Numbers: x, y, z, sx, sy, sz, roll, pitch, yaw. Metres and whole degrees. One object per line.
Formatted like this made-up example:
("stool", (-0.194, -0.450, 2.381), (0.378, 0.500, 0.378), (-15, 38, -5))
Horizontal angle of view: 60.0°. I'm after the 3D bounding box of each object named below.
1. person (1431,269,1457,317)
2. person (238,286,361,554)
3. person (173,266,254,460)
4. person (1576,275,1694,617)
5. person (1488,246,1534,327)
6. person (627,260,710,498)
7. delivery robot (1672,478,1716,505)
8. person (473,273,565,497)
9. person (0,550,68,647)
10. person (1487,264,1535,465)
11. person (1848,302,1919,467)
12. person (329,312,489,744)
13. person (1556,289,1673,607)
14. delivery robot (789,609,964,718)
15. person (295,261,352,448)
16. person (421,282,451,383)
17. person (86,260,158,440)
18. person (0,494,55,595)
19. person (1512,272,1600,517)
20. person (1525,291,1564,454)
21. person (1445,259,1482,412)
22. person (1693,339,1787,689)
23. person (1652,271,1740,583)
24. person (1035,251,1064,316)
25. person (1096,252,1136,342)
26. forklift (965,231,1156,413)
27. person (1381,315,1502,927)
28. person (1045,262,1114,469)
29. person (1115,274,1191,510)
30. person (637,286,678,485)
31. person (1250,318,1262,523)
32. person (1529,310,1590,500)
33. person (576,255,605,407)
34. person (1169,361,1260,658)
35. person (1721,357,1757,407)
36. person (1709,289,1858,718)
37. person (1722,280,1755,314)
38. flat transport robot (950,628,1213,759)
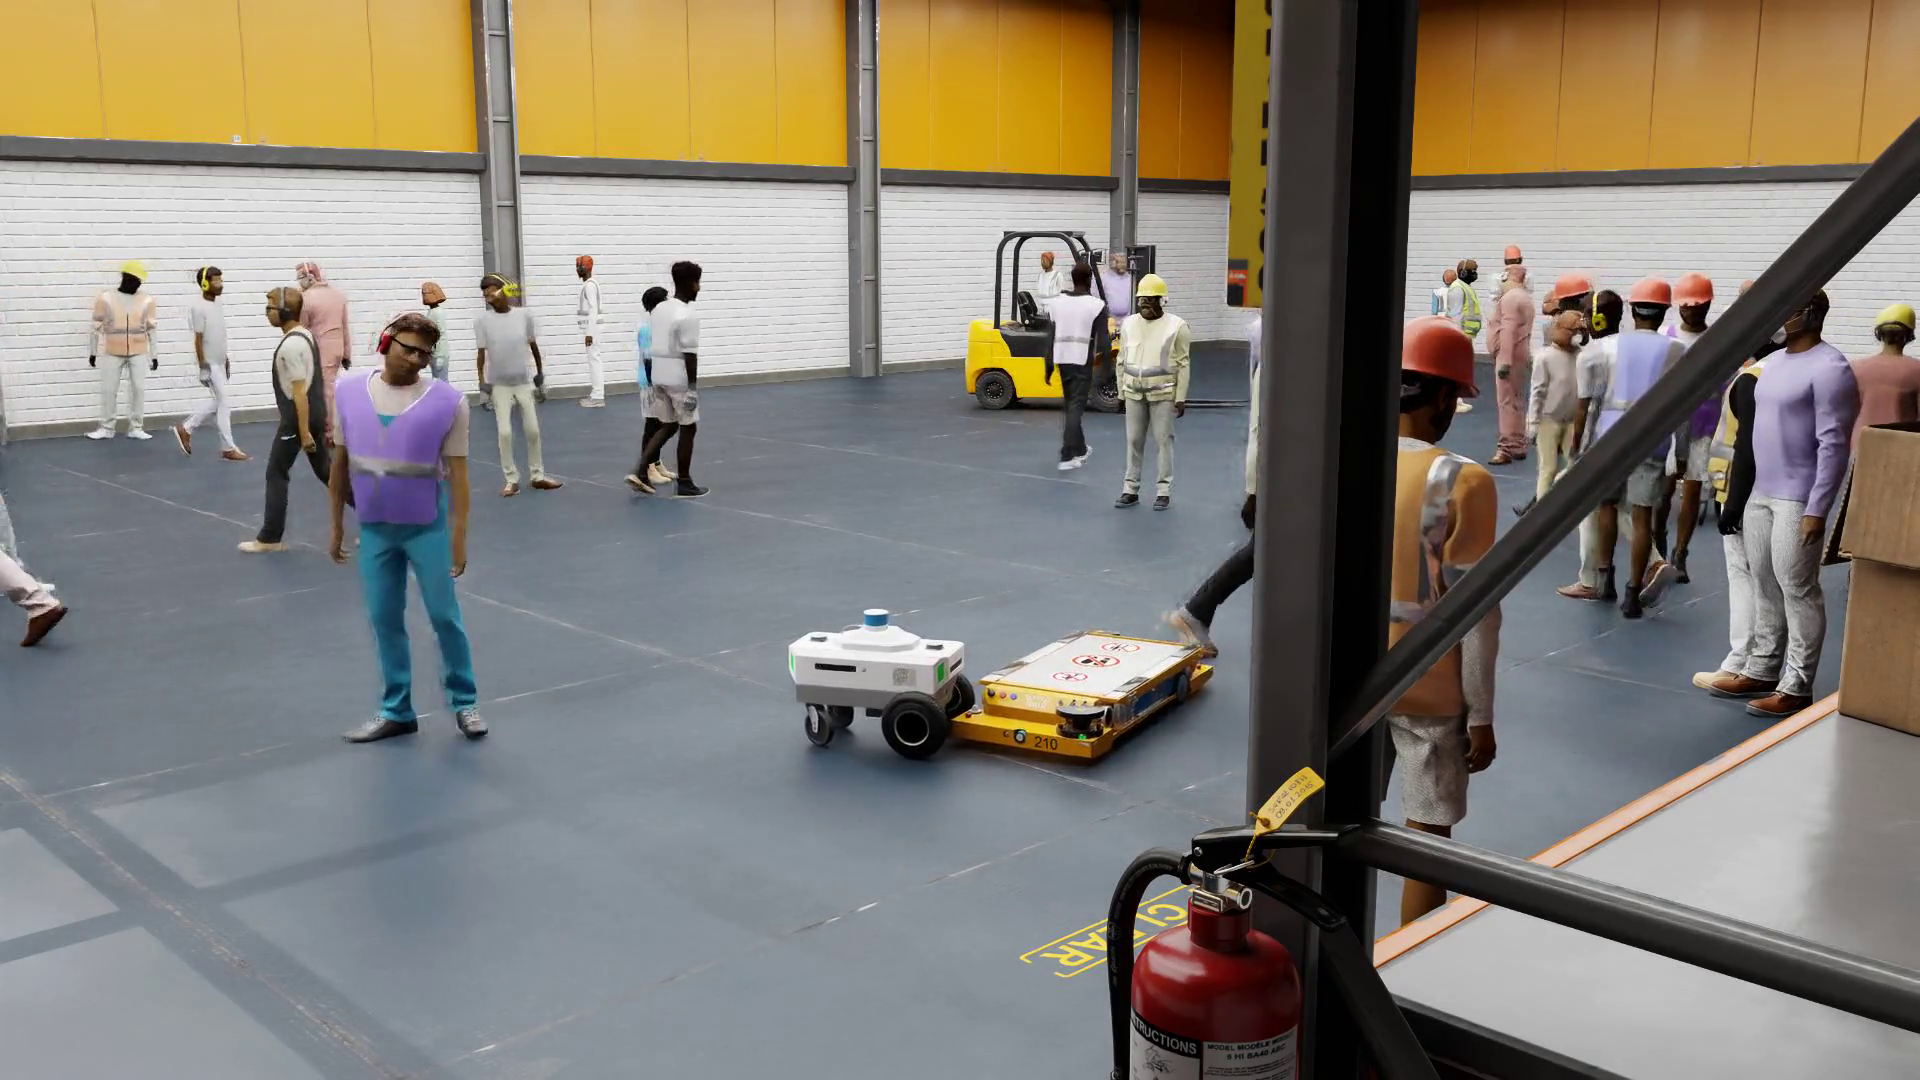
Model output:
("person", (7.084, -3.096, 24.117), (0.511, 1.643, 0.308), (1, 10, 5))
("person", (-4.365, -0.801, 11.171), (0.956, 1.814, 0.509), (-1, 10, -5))
("person", (-7.151, -1.669, 15.798), (0.720, 1.846, 0.522), (0, 10, 0))
("person", (3.817, -0.536, 9.432), (0.606, 1.907, 0.616), (5, 11, 24))
("person", (8.009, -3.279, 24.210), (0.615, 1.983, 1.079), (3, 11, 13))
("person", (-2.347, -1.273, 13.403), (0.626, 1.942, 0.657), (-9, 14, -41))
("delivery robot", (5.523, -0.482, 12.574), (0.477, 0.478, 0.707), (6, 12, 30))
("person", (-3.634, -1.263, 13.618), (0.639, 1.828, 0.453), (-5, 11, -25))
("person", (-5.157, -0.353, 8.571), (0.946, 1.868, 0.648), (-2, 11, -10))
("person", (5.146, -1.646, 15.631), (0.396, 1.863, 0.727), (6, 12, 28))
("person", (5.427, -0.527, 9.820), (0.727, 1.748, 0.535), (-10, 14, -43))
("person", (-2.308, -0.041, 6.995), (0.668, 1.815, 0.382), (1, 10, 7))
("person", (3.743, -0.505, 9.472), (0.538, 1.839, 0.734), (-4, 11, -22))
("delivery robot", (-0.355, 0.535, 7.024), (0.707, 0.478, 0.477), (3, 11, 16))
("person", (-6.457, -1.848, 16.692), (0.764, 1.867, 0.665), (2, 11, 13))
("person", (-5.637, -1.954, 17.908), (0.286, 1.634, 0.500), (-5, 12, -26))
("person", (-8.727, -1.960, 17.285), (0.745, 1.876, 0.464), (-7, 12, -33))
("person", (-5.825, -0.464, 9.584), (0.873, 1.707, 0.478), (-7, 12, -32))
("person", (4.555, -1.015, 12.218), (0.578, 1.864, 0.883), (-3, 11, -16))
("person", (5.790, -1.645, 16.334), (0.492, 1.587, 0.823), (-6, 12, -30))
("person", (6.105, -2.477, 20.194), (0.429, 1.842, 0.630), (5, 12, 27))
("person", (3.730, -0.201, 7.784), (0.632, 1.843, 0.429), (-9, 14, -41))
("person", (4.457, -0.676, 10.180), (0.558, 1.910, 0.406), (3, 11, 17))
("person", (1.393, -3.588, 26.134), (0.337, 1.883, 0.583), (-9, 14, -40))
("person", (2.282, -3.236, 24.188), (0.655, 1.887, 0.722), (-2, 11, -10))
("forklift", (1.222, -2.721, 20.561), (2.313, 2.155, 1.214), (2, 11, 13))
("person", (1.173, 0.383, 4.366), (0.377, 1.928, 0.542), (-9, 14, -42))
("person", (1.140, -1.619, 15.420), (0.615, 1.872, 0.940), (7, 12, 32))
("person", (1.484, -1.145, 12.955), (0.591, 1.834, 0.404), (6, 12, 29))
("person", (-2.609, -1.331, 14.340), (0.316, 1.696, 0.542), (1, 10, 4))
("person", (2.396, -1.041, 12.324), (0.601, 1.896, 0.930), (8, 13, 36))
("person", (4.212, -0.813, 11.720), (0.519, 1.615, 0.411), (-2, 11, -12))
("person", (-4.611, -2.598, 20.745), (0.357, 1.881, 0.574), (-2, 11, -11))
("person", (1.515, -0.312, 8.147), (0.990, 1.935, 0.639), (4, 11, 22))
("person", (6.336, -1.125, 13.268), (0.370, 1.685, 0.544), (-2, 11, -13))
("person", (3.684, -0.182, 7.415), (0.365, 1.939, 0.636), (-1, 10, -3))
("person", (8.701, -2.058, 18.461), (0.521, 1.639, 0.311), (4, 11, 23))
("flat transport robot", (0.581, 0.651, 7.424), (0.652, 0.197, 1.431), (6, 12, 28))
